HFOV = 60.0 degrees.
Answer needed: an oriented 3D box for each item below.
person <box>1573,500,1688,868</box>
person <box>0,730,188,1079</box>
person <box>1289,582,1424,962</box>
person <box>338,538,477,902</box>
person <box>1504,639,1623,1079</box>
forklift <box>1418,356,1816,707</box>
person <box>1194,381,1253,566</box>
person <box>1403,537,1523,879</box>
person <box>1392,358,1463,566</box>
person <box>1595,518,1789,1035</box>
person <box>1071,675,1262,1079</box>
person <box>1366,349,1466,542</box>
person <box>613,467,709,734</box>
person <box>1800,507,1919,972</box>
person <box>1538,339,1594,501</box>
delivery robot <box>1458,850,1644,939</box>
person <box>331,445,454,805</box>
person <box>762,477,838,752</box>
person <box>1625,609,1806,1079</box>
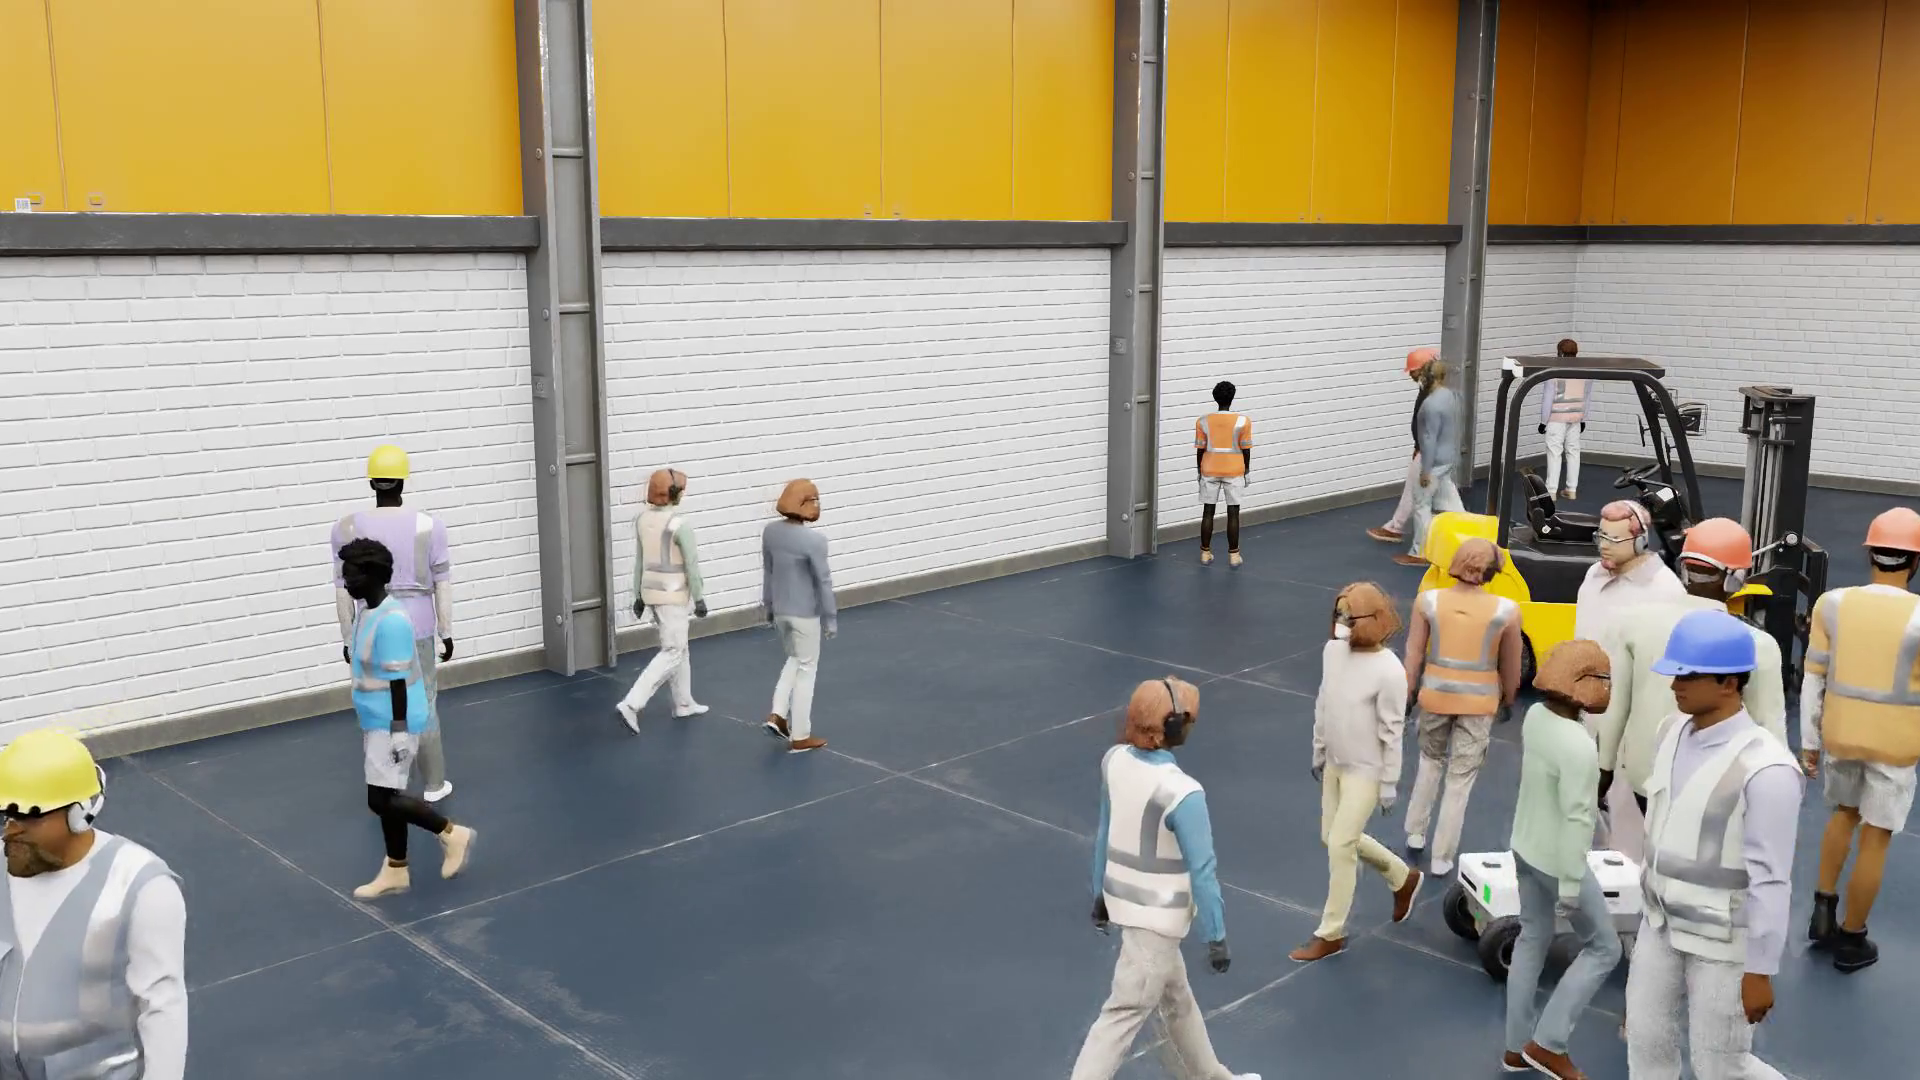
[{"bbox_3d":[2.850,0.756,7.269,0.430,1.880,0.640,-3,11,-18],"label":"person"},{"bbox_3d":[-2.247,1.368,4.108,0.626,1.805,0.771,1,10,7],"label":"person"},{"bbox_3d":[1.698,0.949,6.928,0.635,1.609,0.520,-4,11,-21],"label":"person"},{"bbox_3d":[-2.522,0.808,7.508,0.464,1.677,0.560,-7,12,-32],"label":"person"},{"bbox_3d":[2.131,1.135,5.890,0.370,1.618,0.504,-1,10,-7],"label":"person"},{"bbox_3d":[4.276,-0.101,11.076,2.313,2.155,1.214,2,11,13],"label":"forklift"},{"bbox_3d":[2.402,-0.604,15.200,0.532,1.694,0.320,4,11,22],"label":"person"},{"bbox_3d":[2.371,0.777,7.877,0.531,1.616,0.564,5,12,27],"label":"person"},{"bbox_3d":[4.381,-0.679,15.028,0.770,1.915,0.630,5,12,28],"label":"person"},{"bbox_3d":[2.848,0.881,6.346,0.921,1.955,0.660,-8,13,-38],"label":"person"},{"bbox_3d":[0.649,1.229,5.466,0.885,1.587,0.538,-5,11,-24],"label":"person"},{"bbox_3d":[4.547,-0.895,16.167,1.025,1.919,0.632,4,11,22],"label":"person"},{"bbox_3d":[-1.832,0.364,10.127,0.721,1.607,0.500,-9,14,-42],"label":"person"},{"bbox_3d":[3.748,0.822,6.804,0.449,1.912,0.543,-8,13,-37],"label":"person"},{"bbox_3d":[6.864,-1.368,18.948,0.633,1.843,0.429,-3,11,-18],"label":"person"},{"bbox_3d":[2.453,1.438,6.900,0.707,0.478,0.477,-1,10,-3],"label":"delivery robot"},{"bbox_3d":[-2.963,0.460,8.745,0.588,1.927,0.371,-3,11,-14],"label":"person"},{"bbox_3d":[-0.920,0.436,9.714,0.527,1.620,0.345,9,13,39],"label":"person"},{"bbox_3d":[2.305,1.148,5.004,0.760,1.924,0.620,-2,11,-10],"label":"person"}]
